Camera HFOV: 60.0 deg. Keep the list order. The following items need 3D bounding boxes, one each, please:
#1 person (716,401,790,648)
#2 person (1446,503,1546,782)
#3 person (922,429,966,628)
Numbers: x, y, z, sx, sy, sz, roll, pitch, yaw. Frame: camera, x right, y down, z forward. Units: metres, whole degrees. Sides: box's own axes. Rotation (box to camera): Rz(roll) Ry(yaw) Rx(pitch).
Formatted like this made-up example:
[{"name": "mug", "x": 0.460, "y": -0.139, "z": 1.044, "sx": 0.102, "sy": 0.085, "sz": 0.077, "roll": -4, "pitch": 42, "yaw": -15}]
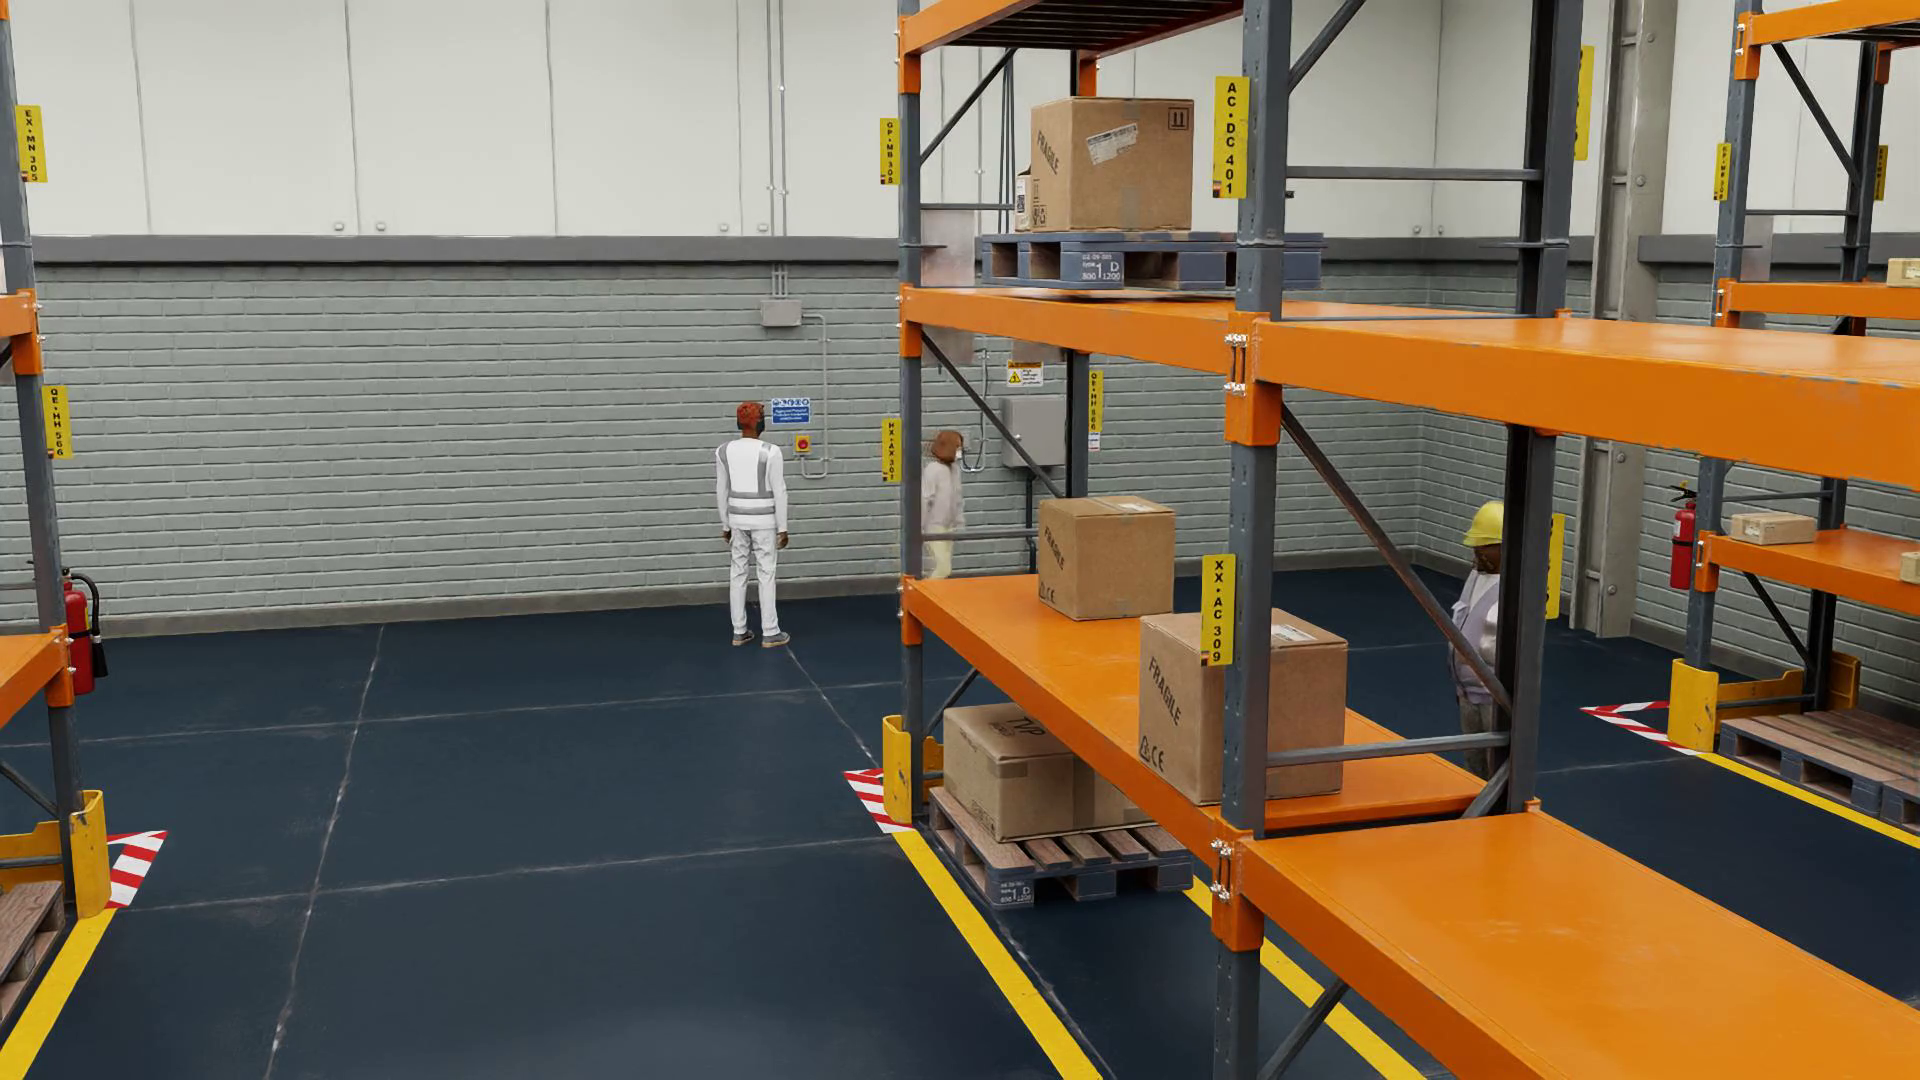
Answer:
[{"name": "person", "x": -1.570, "y": -0.115, "z": 12.681, "sx": 0.576, "sy": 1.882, "sz": 0.355, "roll": 4, "pitch": 11, "yaw": 19}, {"name": "person", "x": 2.570, "y": 0.721, "z": 8.077, "sx": 0.403, "sy": 1.826, "sz": 0.586, "roll": -2, "pitch": 10, "yaw": -12}, {"name": "person", "x": -0.148, "y": -0.077, "z": 13.197, "sx": 0.346, "sy": 1.614, "sz": 0.524, "roll": 5, "pitch": 11, "yaw": 26}]
